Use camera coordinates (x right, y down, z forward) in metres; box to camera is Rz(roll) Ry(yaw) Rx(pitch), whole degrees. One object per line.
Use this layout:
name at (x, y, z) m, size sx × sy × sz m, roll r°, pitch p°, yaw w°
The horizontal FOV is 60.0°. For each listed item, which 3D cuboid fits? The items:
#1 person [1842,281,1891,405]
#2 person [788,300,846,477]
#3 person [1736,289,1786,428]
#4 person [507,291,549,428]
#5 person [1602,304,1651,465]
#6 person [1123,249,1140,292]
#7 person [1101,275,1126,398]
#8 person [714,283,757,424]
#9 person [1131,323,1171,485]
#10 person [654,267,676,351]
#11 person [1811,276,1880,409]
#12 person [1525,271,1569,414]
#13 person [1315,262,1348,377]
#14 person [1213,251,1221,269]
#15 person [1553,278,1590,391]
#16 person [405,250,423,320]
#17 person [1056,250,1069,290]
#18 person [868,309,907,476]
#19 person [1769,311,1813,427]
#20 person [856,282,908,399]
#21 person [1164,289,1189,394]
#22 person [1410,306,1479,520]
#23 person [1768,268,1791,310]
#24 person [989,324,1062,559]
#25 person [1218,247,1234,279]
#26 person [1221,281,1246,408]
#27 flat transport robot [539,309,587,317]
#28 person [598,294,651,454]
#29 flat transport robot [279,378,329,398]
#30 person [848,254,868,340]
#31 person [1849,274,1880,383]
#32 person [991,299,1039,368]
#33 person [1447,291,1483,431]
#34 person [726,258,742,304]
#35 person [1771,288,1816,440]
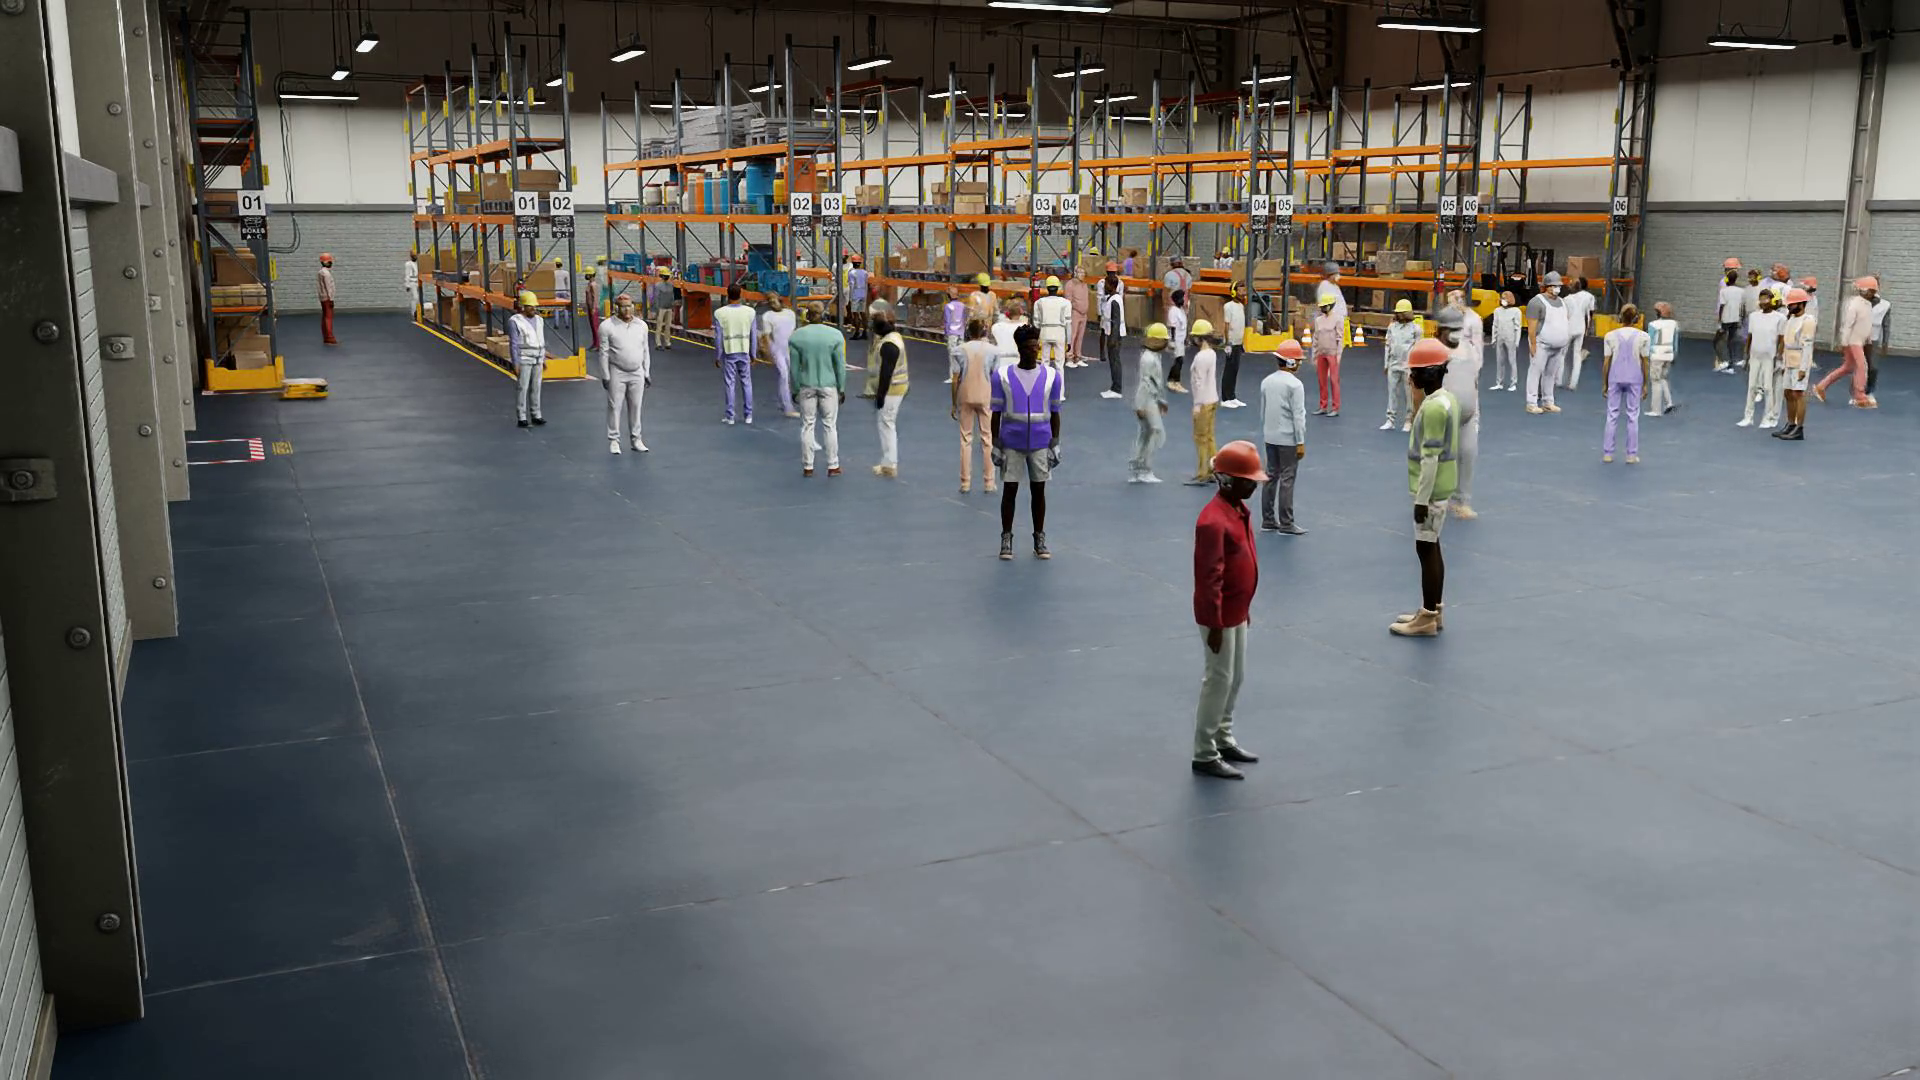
person at (13.633, -2.982, 25.038) m, size 0.613 × 1.908 × 0.446 m, roll 8°, pitch 13°, yaw 34°
person at (-1.552, -1.645, 18.163) m, size 0.627 × 1.935 × 0.371 m, roll 1°, pitch 11°, yaw 3°
person at (10.794, -2.439, 22.366) m, size 0.310 × 1.868 × 0.533 m, roll -10°, pitch 15°, yaw -40°
person at (-5.797, -2.430, 22.420) m, size 0.404 × 1.827 × 0.600 m, roll 7°, pitch 13°, yaw 31°
person at (7.640, -1.786, 19.108) m, size 0.508 × 1.846 × 0.345 m, roll 6°, pitch 12°, yaw 26°
person at (5.054, -7.612, 48.789) m, size 0.763 × 1.817 × 0.625 m, roll -11°, pitch 15°, yaw -44°
person at (2.414, -3.185, 26.029) m, size 0.371 × 1.916 × 0.597 m, roll 0°, pitch 11°, yaw 2°
person at (-3.068, -2.545, 22.778) m, size 0.591 × 1.919 × 0.392 m, roll -5°, pitch 12°, yaw -22°
person at (2.039, -1.438, 17.653) m, size 0.503 × 1.722 × 0.516 m, roll 3°, pitch 11°, yaw 13°
person at (-6.190, -4.859, 34.959) m, size 0.364 × 1.760 × 0.530 m, roll 9°, pitch 14°, yaw 37°
person at (13.272, -2.958, 24.804) m, size 0.620 × 1.960 × 0.918 m, roll -10°, pitch 15°, yaw -42°
person at (8.515, -2.848, 24.006) m, size 0.674 × 2.000 × 0.535 m, roll -6°, pitch 13°, yaw -28°
person at (6.518, -3.866, 29.180) m, size 0.535 × 2.000 × 0.704 m, roll 6°, pitch 13°, yaw 28°
person at (8.362, -8.562, 54.084) m, size 0.285 × 1.632 × 0.498 m, roll 2°, pitch 11°, yaw 12°
person at (9.981, -3.361, 27.166) m, size 0.521 × 1.819 × 0.724 m, roll 0°, pitch 11°, yaw 0°
person at (-14.691, -6.872, 44.877) m, size 0.454 × 1.874 × 0.615 m, roll 2°, pitch 11°, yaw 12°
person at (3.250, -8.181, 51.907) m, size 0.567 × 1.728 × 0.709 m, roll 2°, pitch 11°, yaw 12°
person at (-0.796, -1.625, 18.334) m, size 0.432 × 1.829 × 0.658 m, roll 0°, pitch 11°, yaw -2°
person at (11.159, -2.315, 22.348) m, size 0.514 × 1.634 × 0.312 m, roll 7°, pitch 13°, yaw 32°
person at (-1.228, -3.084, 25.759) m, size 0.756 × 1.821 × 0.586 m, roll 5°, pitch 12°, yaw 24°
person at (3.489, -3.200, 26.792) m, size 0.517 × 1.662 × 0.563 m, roll 5°, pitch 12°, yaw 23°
person at (4.599, -1.190, 15.579) m, size 0.702 × 2.000 × 0.759 m, roll -2°, pitch 11°, yaw -12°
person at (15.054, -4.063, 30.616) m, size 0.349 × 1.878 × 0.627 m, roll -1°, pitch 11°, yaw -4°
person at (0.547, -0.812, 13.863) m, size 0.611 × 1.960 × 0.362 m, roll -1°, pitch 11°, yaw -6°
person at (8.163, -8.075, 51.098) m, size 0.591 × 1.833 × 0.403 m, roll 10°, pitch 15°, yaw 42°
person at (4.093, -2.904, 24.723) m, size 0.328 × 1.873 × 0.521 m, roll 8°, pitch 14°, yaw 35°
flat transport robot at (-11.184, -6.354, 46.333) m, size 1.431 × 0.197 × 0.652 m, roll -9°, pitch 14°, yaw -39°
person at (-4.008, -1.994, 20.005) m, size 0.643 × 1.910 × 0.398 m, roll -7°, pitch 13°, yaw -33°
flat transport robot at (-10.401, -2.422, 26.349) m, size 0.652 × 0.197 × 1.431 m, roll -5°, pitch 12°, yaw -24°
person at (-2.334, -5.506, 37.775) m, size 0.378 × 1.938 × 0.547 m, roll 11°, pitch 15°, yaw 43°
person at (15.307, -3.552, 28.083) m, size 0.507 × 1.846 × 0.346 m, roll -5°, pitch 12°, yaw -23°
person at (0.672, -2.041, 20.436) m, size 0.624 × 1.825 × 0.444 m, roll 2°, pitch 11°, yaw 10°
person at (6.510, -2.326, 21.804) m, size 0.766 × 1.860 × 0.691 m, roll -8°, pitch 14°, yaw -36°
person at (-5.791, -6.386, 42.742) m, size 0.492 × 1.742 × 0.321 m, roll -2°, pitch 11°, yaw -10°
person at (10.628, -2.237, 21.197) m, size 0.394 × 1.928 × 0.551 m, roll 0°, pitch 11°, yaw 0°
